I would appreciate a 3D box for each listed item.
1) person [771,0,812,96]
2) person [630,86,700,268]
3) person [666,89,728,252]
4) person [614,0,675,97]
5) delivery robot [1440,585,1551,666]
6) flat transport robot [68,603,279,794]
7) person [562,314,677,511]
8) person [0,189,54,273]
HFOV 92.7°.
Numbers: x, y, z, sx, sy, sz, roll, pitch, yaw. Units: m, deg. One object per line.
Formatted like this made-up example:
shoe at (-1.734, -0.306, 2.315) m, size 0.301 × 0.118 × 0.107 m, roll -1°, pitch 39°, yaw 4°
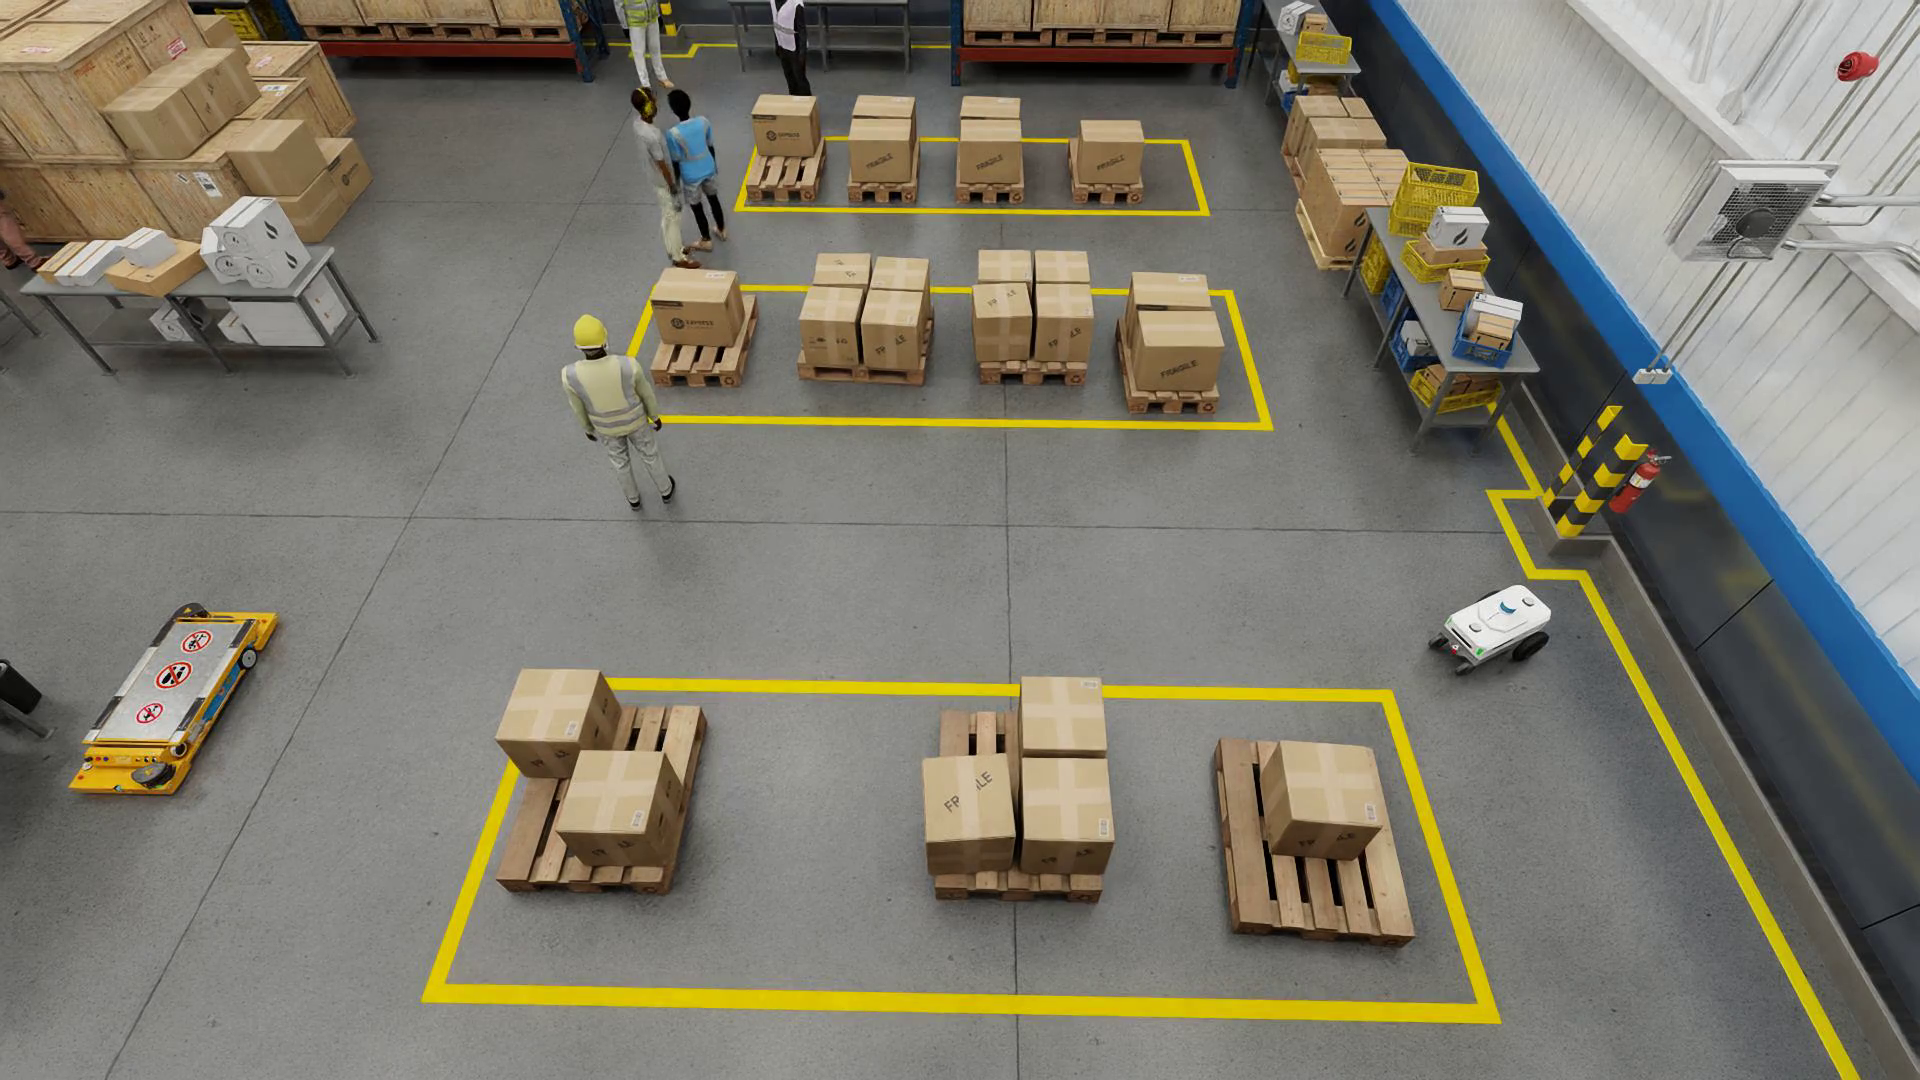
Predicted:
person at (-2.112, -6.164, 11.496) m, size 0.393 × 1.916 × 0.591 m, roll -37°, pitch 59°, yaw -27°
person at (-3.067, -3.678, 9.439) m, size 0.311 × 1.859 × 0.583 m, roll -29°, pitch 56°, yaw -22°
person at (-2.793, -3.894, 9.720) m, size 0.317 × 1.694 × 0.568 m, roll 36°, pitch 58°, yaw 26°
person at (-4.225, -6.906, 12.172) m, size 0.429 × 1.840 × 0.634 m, roll 33°, pitch 57°, yaw 25°
delivery robot at (3.856, 0.598, 6.599) m, size 0.707 × 0.478 × 0.477 m, roll -20°, pitch 53°, yaw -16°
flat transport robot at (-5.504, 1.072, 6.442) m, size 0.652 × 0.197 × 1.431 m, roll 1°, pitch 50°, yaw 1°
person at (-2.647, -0.957, 7.142) m, size 0.602 × 1.830 × 0.404 m, roll -13°, pitch 51°, yaw -11°
person at (-10.202, -3.674, 9.404) m, size 0.643 × 1.898 × 0.399 m, roll 8°, pitch 50°, yaw 7°
